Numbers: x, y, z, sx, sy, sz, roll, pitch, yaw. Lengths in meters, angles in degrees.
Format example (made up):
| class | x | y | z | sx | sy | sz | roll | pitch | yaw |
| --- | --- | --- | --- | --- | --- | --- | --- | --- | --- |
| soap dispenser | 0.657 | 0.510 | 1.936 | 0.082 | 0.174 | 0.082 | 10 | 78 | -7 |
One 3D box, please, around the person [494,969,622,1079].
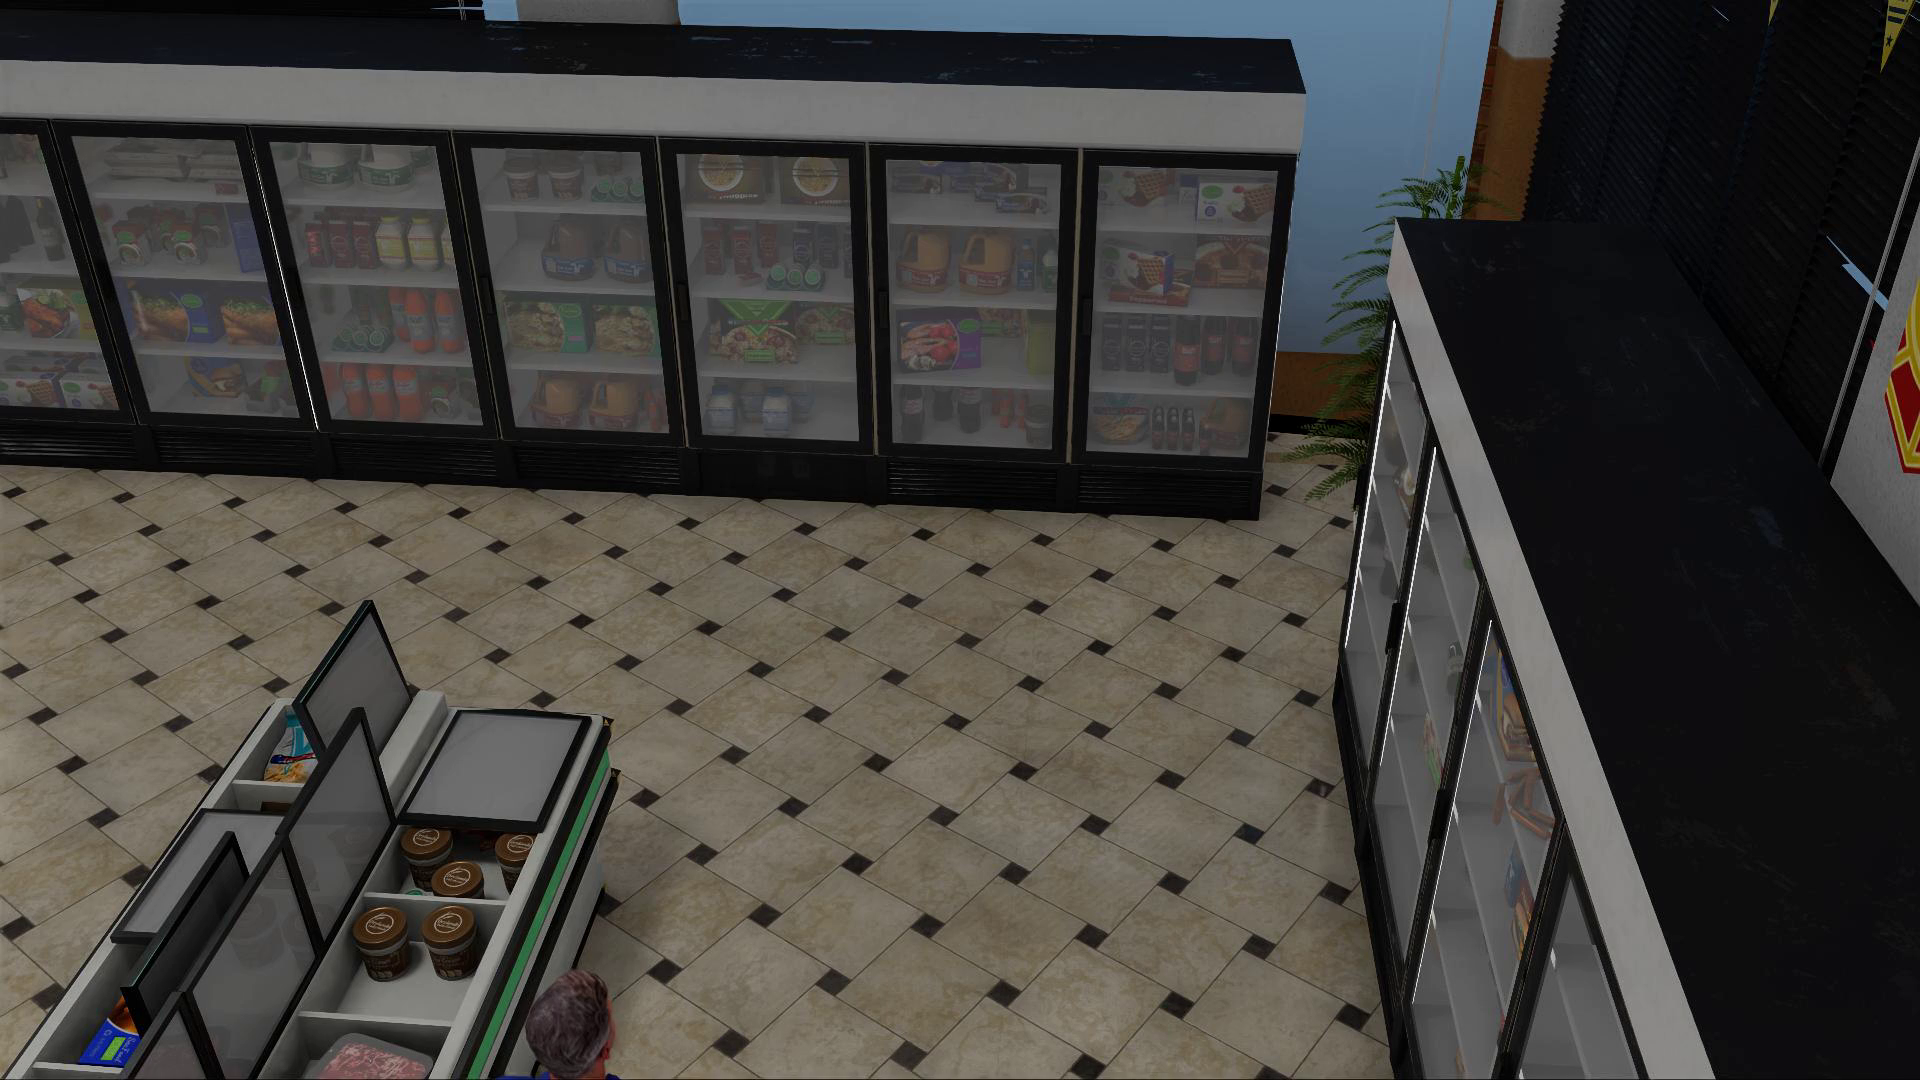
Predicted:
| class | x | y | z | sx | sy | sz | roll | pitch | yaw |
| --- | --- | --- | --- | --- | --- | --- | --- | --- | --- |
| person | -0.859 | 1.769 | 4.100 | 0.729 | 1.829 | 0.562 | 5 | 32 | 8 |
